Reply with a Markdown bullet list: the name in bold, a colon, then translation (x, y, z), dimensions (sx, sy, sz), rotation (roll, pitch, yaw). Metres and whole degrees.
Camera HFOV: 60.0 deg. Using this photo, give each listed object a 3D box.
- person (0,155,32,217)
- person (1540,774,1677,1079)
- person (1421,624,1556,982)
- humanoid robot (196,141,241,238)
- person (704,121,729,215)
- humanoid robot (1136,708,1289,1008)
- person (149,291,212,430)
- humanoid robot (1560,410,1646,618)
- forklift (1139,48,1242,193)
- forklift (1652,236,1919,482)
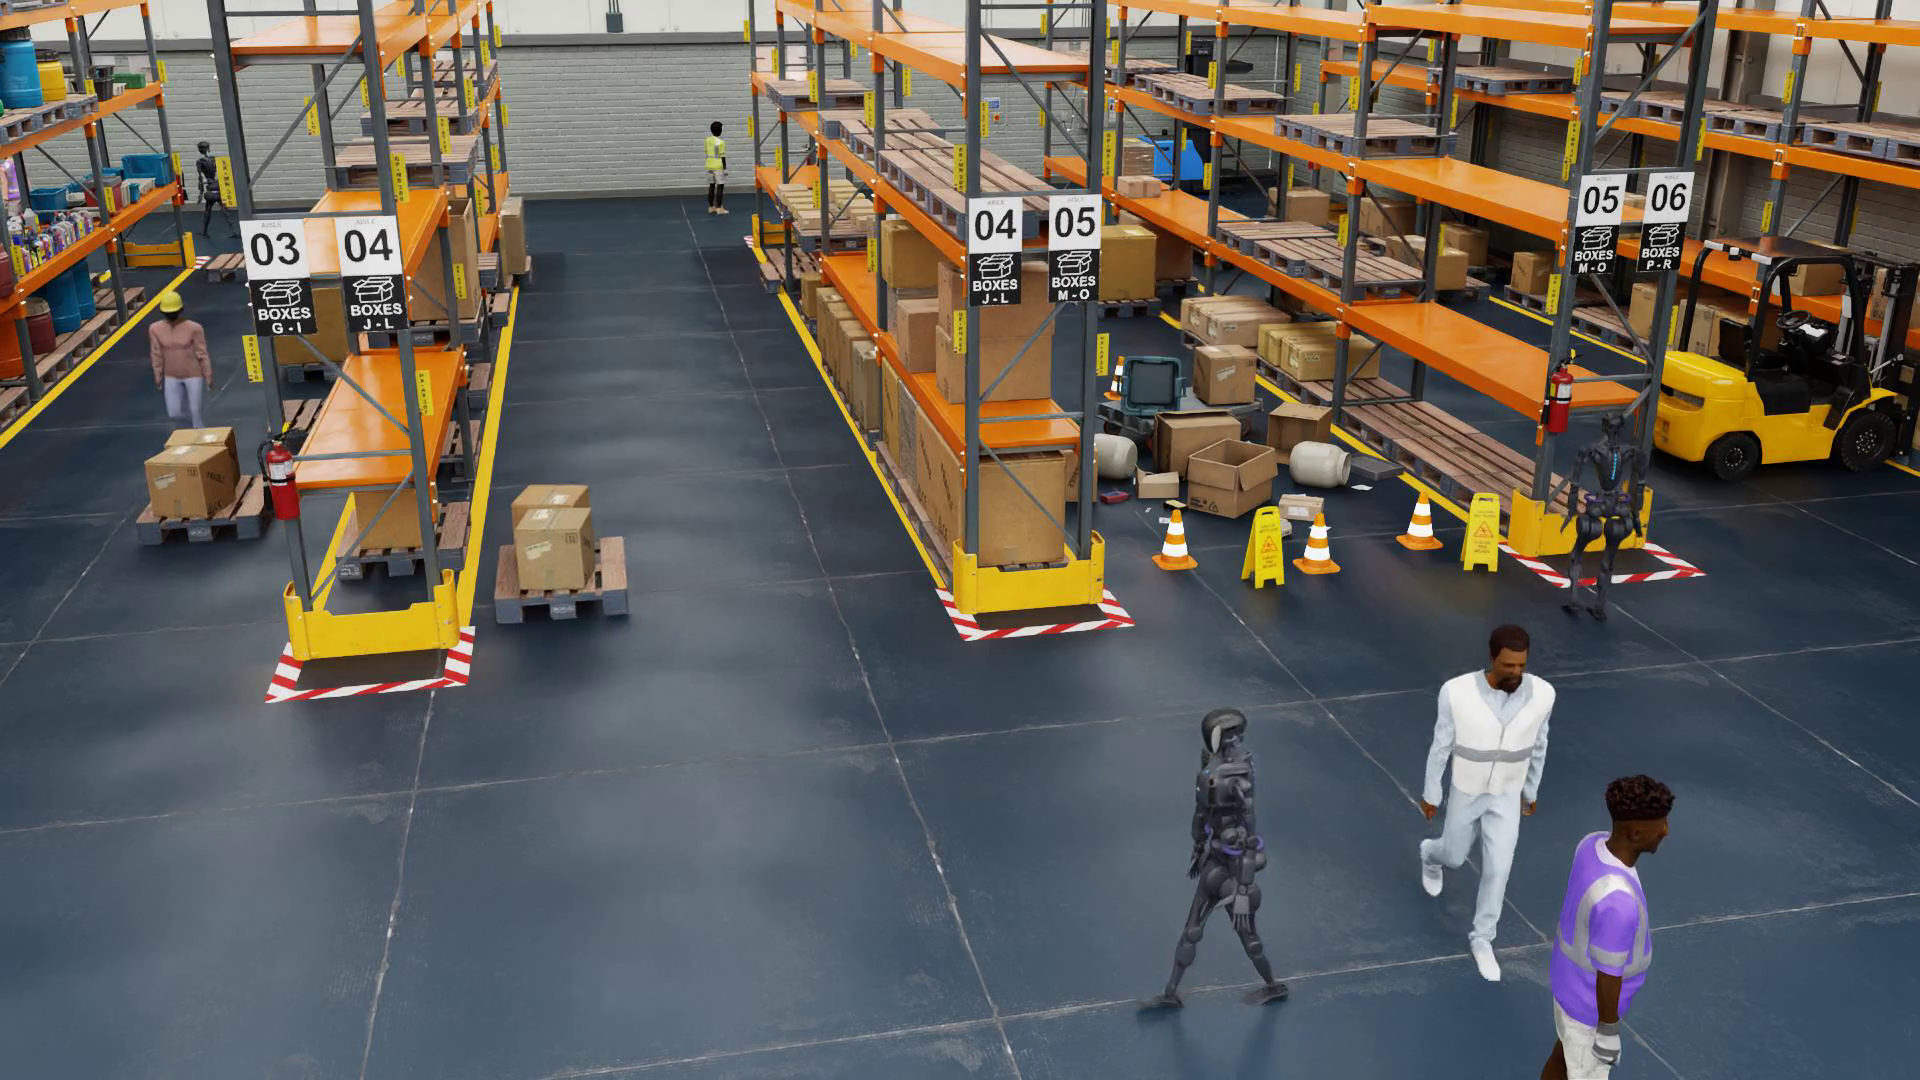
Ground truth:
- **person**: translation (-15.371, -5.565, 27.154), dimensions (0.352, 1.688, 0.489), rotation (11, 23, 27)
- **person**: translation (2.613, 1.842, 6.825), dimensions (0.373, 1.958, 0.602), rotation (4, 21, 11)
- **person**: translation (2.672, 1.238, 8.561), dimensions (0.602, 1.886, 0.819), rotation (0, 20, 0)
- **humanoid robot**: translation (-12.697, -5.941, 28.236), dimensions (0.778, 1.621, 0.599), rotation (7, 21, 17)
- **person**: translation (-4.470, -6.830, 30.556), dimensions (0.539, 1.685, 0.324), rotation (17, 26, 39)
- **humanoid robot**: translation (1.269, 1.576, 8.014), dimensions (0.786, 1.625, 0.609), rotation (-6, 21, -16)
- **person**: translation (-7.652, -1.605, 16.389), dimensions (0.556, 1.749, 0.402), rotation (-3, 21, -8)
- **humanoid robot**: translation (4.926, -0.203, 12.714), dimensions (0.596, 1.646, 0.357), rotation (2, 20, 5)
- **forklift**: translation (4.566, -8.313, 32.860), dimensions (1.873, 2.768, 1.129), rotation (-4, 21, -12)
- **forklift**: translation (8.013, -1.814, 16.330), dimensions (2.313, 2.155, 1.214), rotation (-4, 21, -12)
